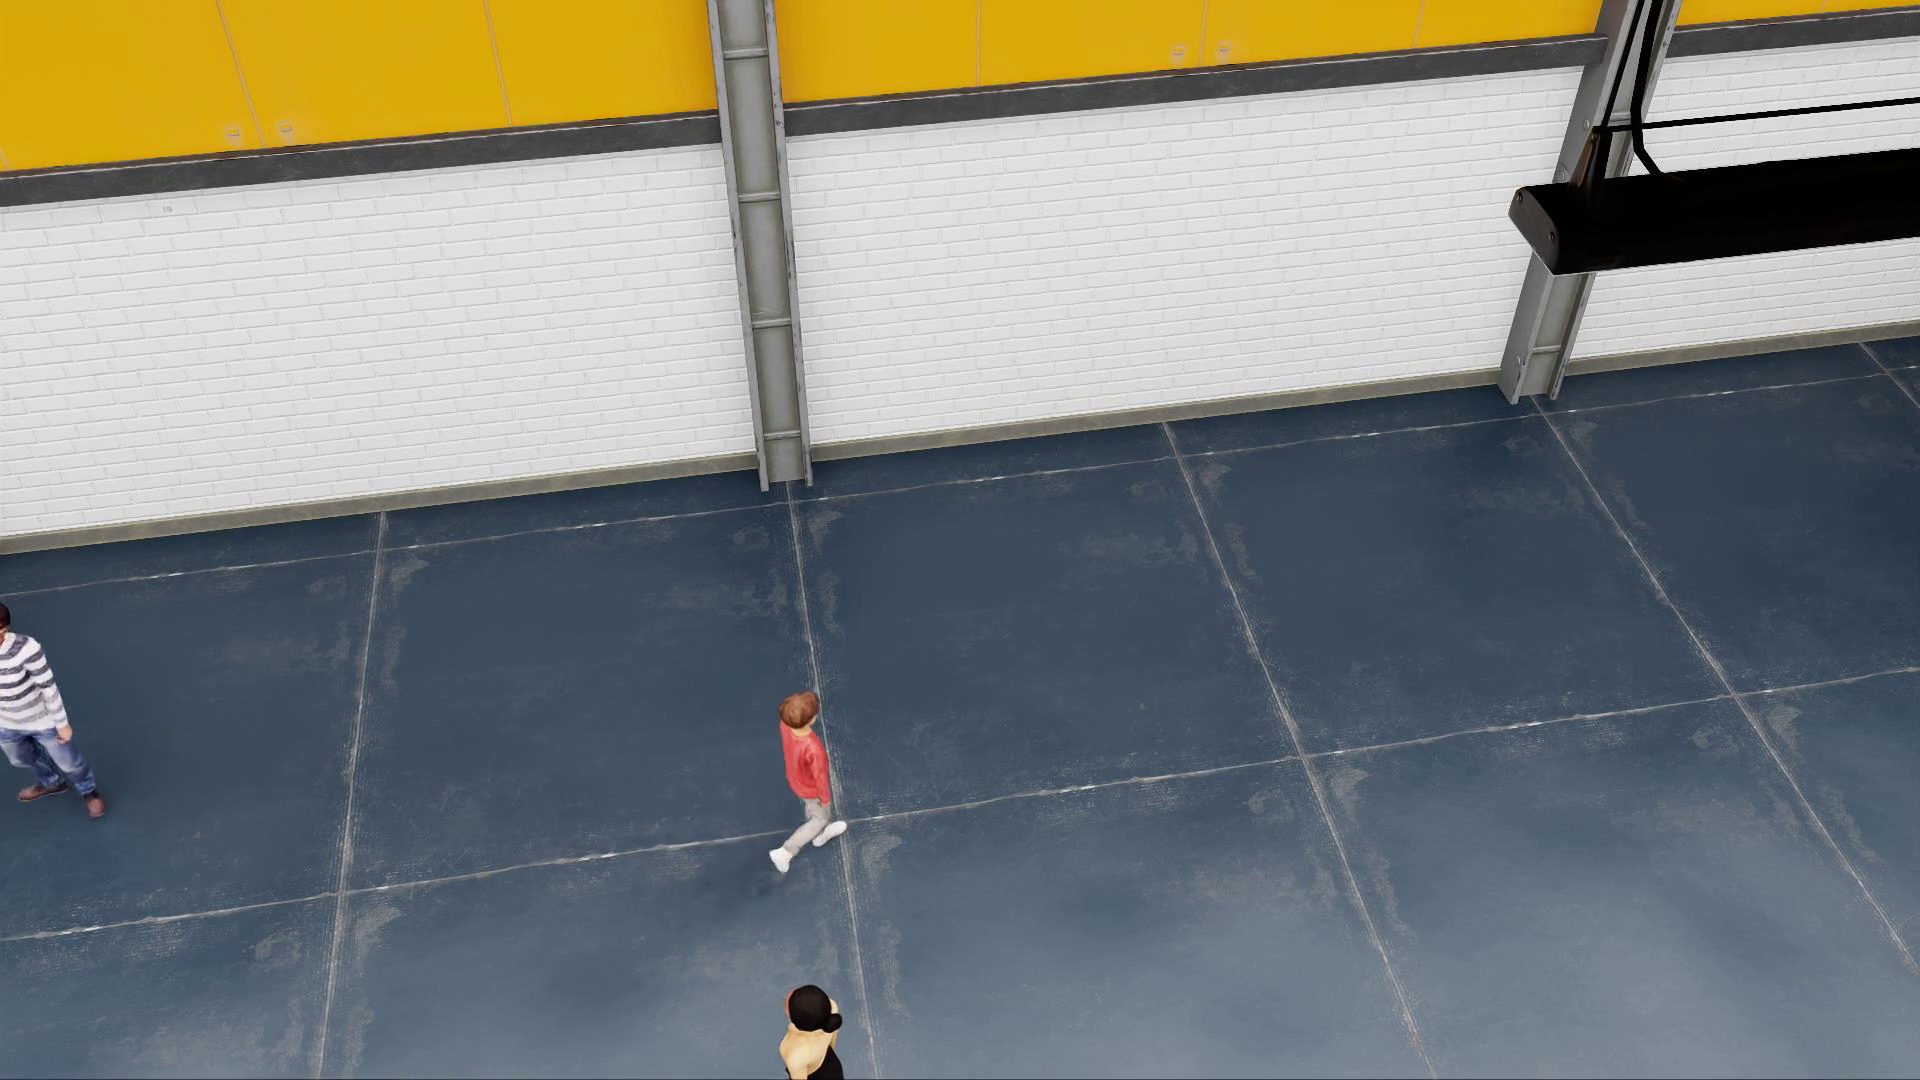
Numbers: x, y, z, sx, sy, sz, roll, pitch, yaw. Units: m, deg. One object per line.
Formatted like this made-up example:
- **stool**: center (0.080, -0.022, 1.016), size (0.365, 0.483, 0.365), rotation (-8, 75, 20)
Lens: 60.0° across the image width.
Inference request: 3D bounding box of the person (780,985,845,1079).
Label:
- **person**: center (-0.709, 2.664, 8.165), size (0.689, 1.653, 0.656), rotation (17, 46, 17)

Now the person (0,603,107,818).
- **person**: center (-5.501, 1.007, 9.786), size (0.621, 1.816, 0.941), rotation (11, 45, 11)

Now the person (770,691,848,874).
- **person**: center (-0.930, 1.417, 9.653), size (0.885, 1.405, 0.743), rotation (-30, 51, -28)
